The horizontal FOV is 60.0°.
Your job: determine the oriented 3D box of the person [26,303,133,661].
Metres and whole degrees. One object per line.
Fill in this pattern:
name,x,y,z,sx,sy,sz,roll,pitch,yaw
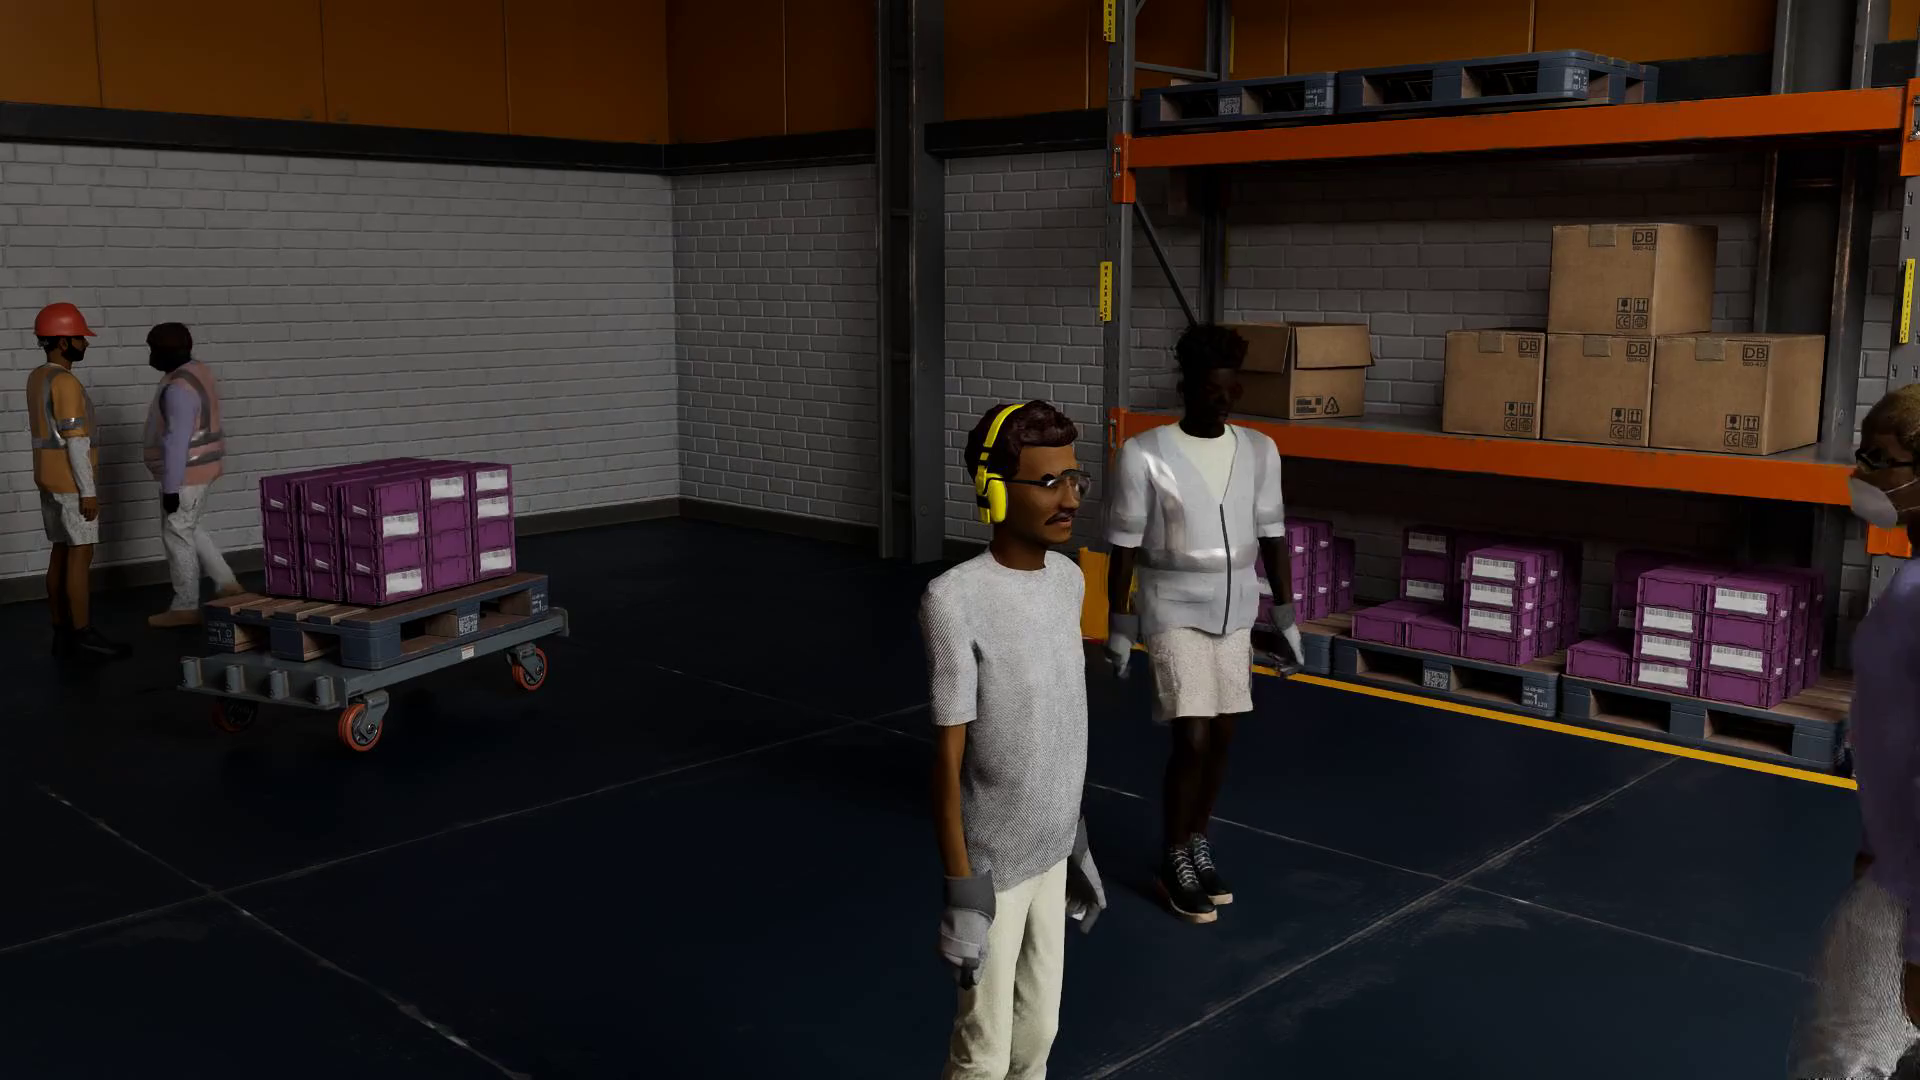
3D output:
person,-4.823,-0.312,9.044,0.542,1.938,0.357,8,12,42

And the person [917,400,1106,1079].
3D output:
person,0.125,0.655,3.317,0.328,1.872,0.513,6,11,33

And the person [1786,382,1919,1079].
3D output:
person,1.825,0.654,3.174,0.440,1.923,0.666,7,12,37

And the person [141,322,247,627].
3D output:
person,-4.565,-0.376,9.827,0.544,1.814,0.695,-3,10,-15

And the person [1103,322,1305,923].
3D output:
person,0.845,0.268,5.440,0.649,1.948,0.548,-4,10,-24
